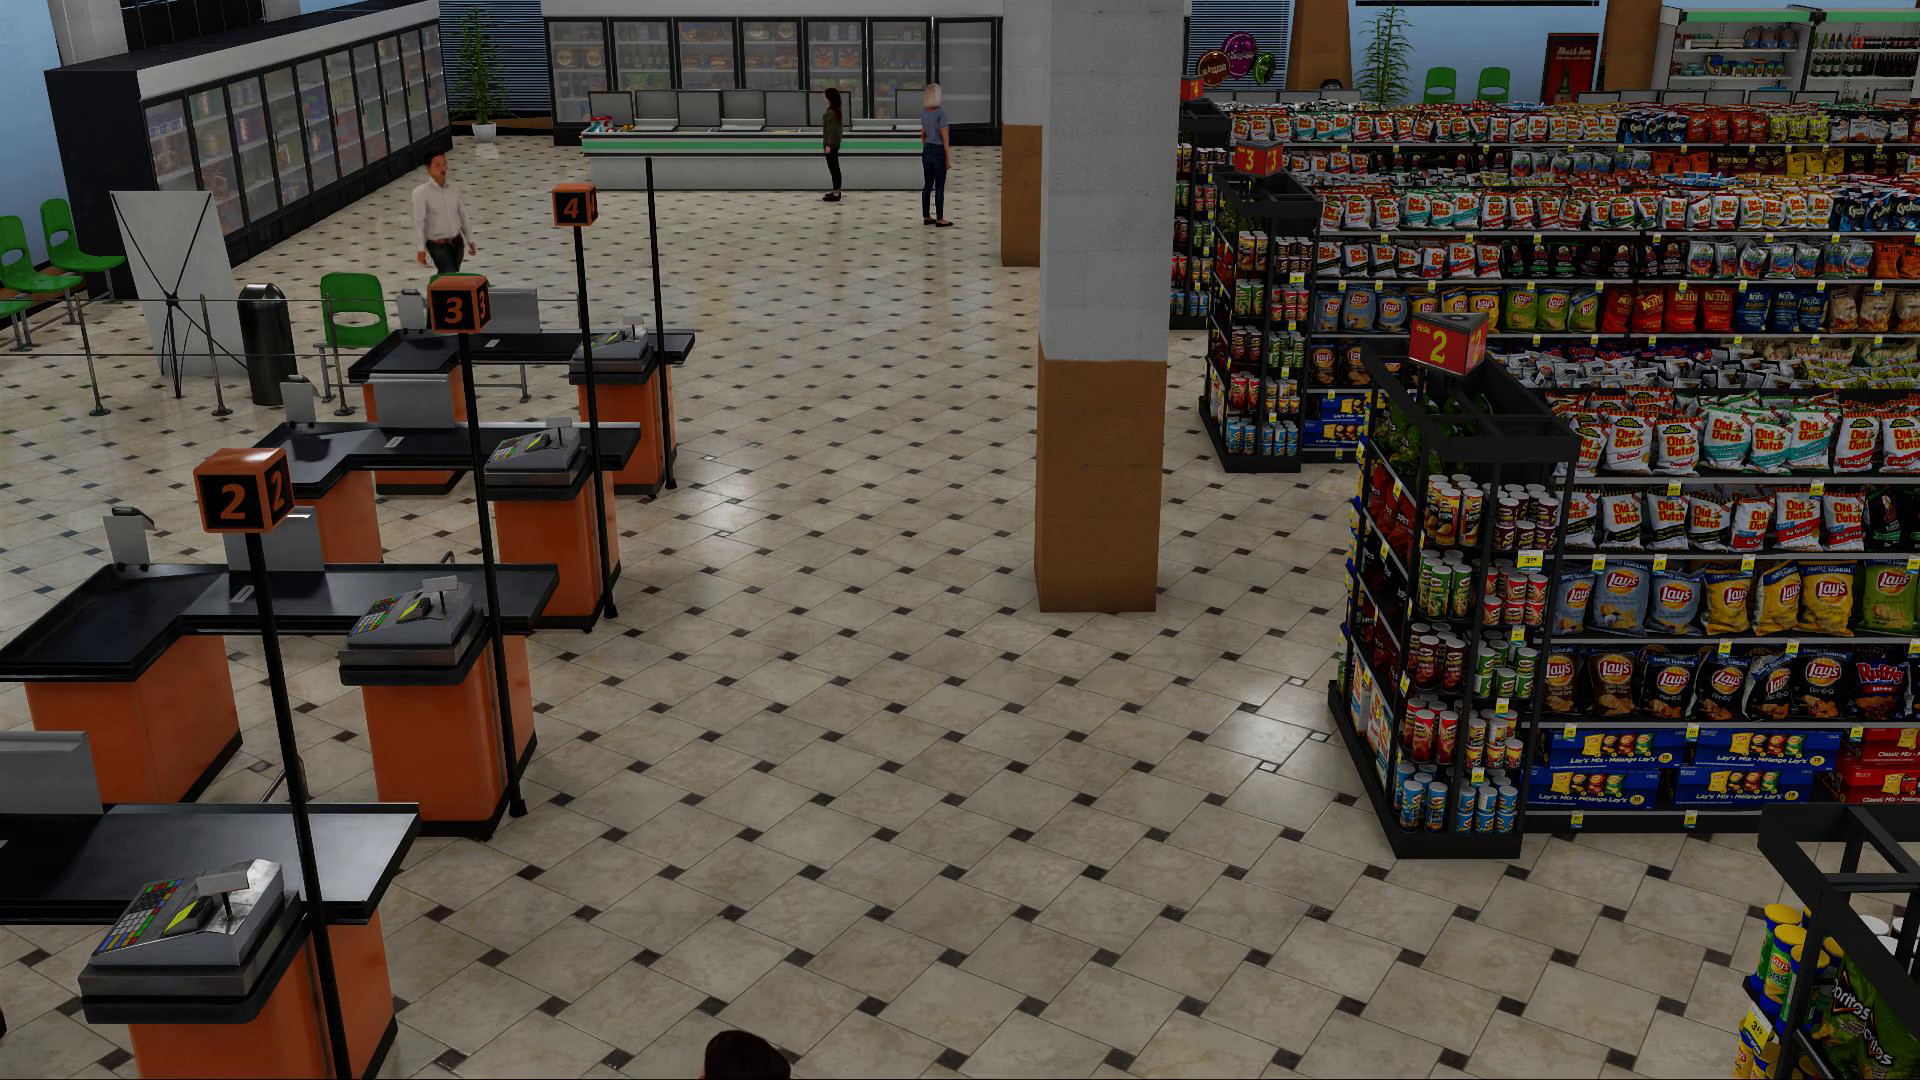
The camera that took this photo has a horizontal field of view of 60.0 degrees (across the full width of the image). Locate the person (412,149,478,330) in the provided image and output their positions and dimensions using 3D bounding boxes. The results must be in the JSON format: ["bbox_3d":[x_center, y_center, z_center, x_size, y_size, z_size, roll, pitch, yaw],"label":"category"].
[{"bbox_3d":[-4.794,-2.673,15.331,1.282,1.760,1.116,14,26,32],"label":"person"}]

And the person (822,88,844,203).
[{"bbox_3d":[-1.702,-5.289,22.220,0.528,1.477,0.588,2,22,5],"label":"person"}]

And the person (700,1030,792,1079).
[{"bbox_3d":[-0.440,1.914,3.793,0.739,1.851,0.732,14,26,31],"label":"person"}]

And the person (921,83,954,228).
[{"bbox_3d":[-0.312,-4.762,20.584,0.713,1.720,0.655,-20,29,-41],"label":"person"}]
